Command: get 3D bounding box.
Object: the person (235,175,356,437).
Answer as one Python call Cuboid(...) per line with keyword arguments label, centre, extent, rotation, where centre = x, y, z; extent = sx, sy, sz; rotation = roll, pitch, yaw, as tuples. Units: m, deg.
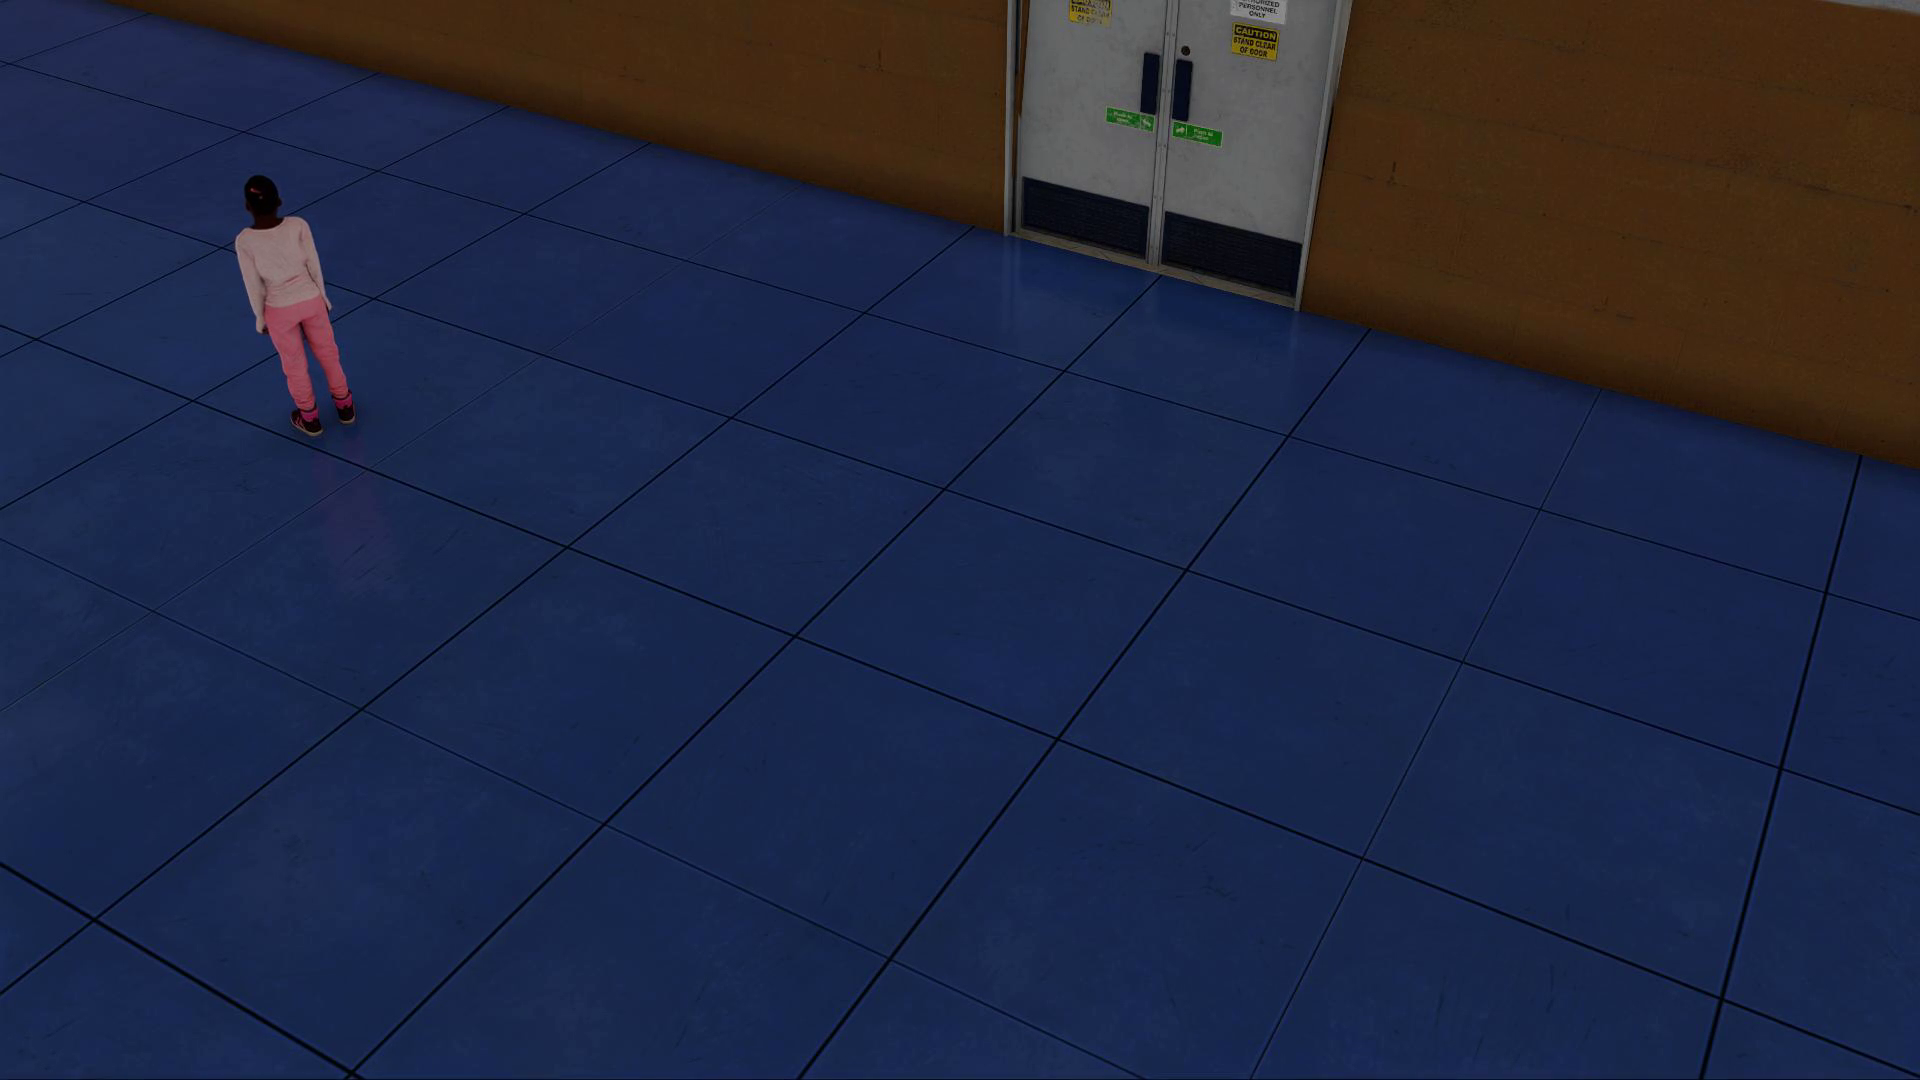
Cuboid(label="person", centre=(-3.409, -1.207, 8.499), extent=(0.554, 1.442, 0.668), rotation=(-23, 43, -28))
